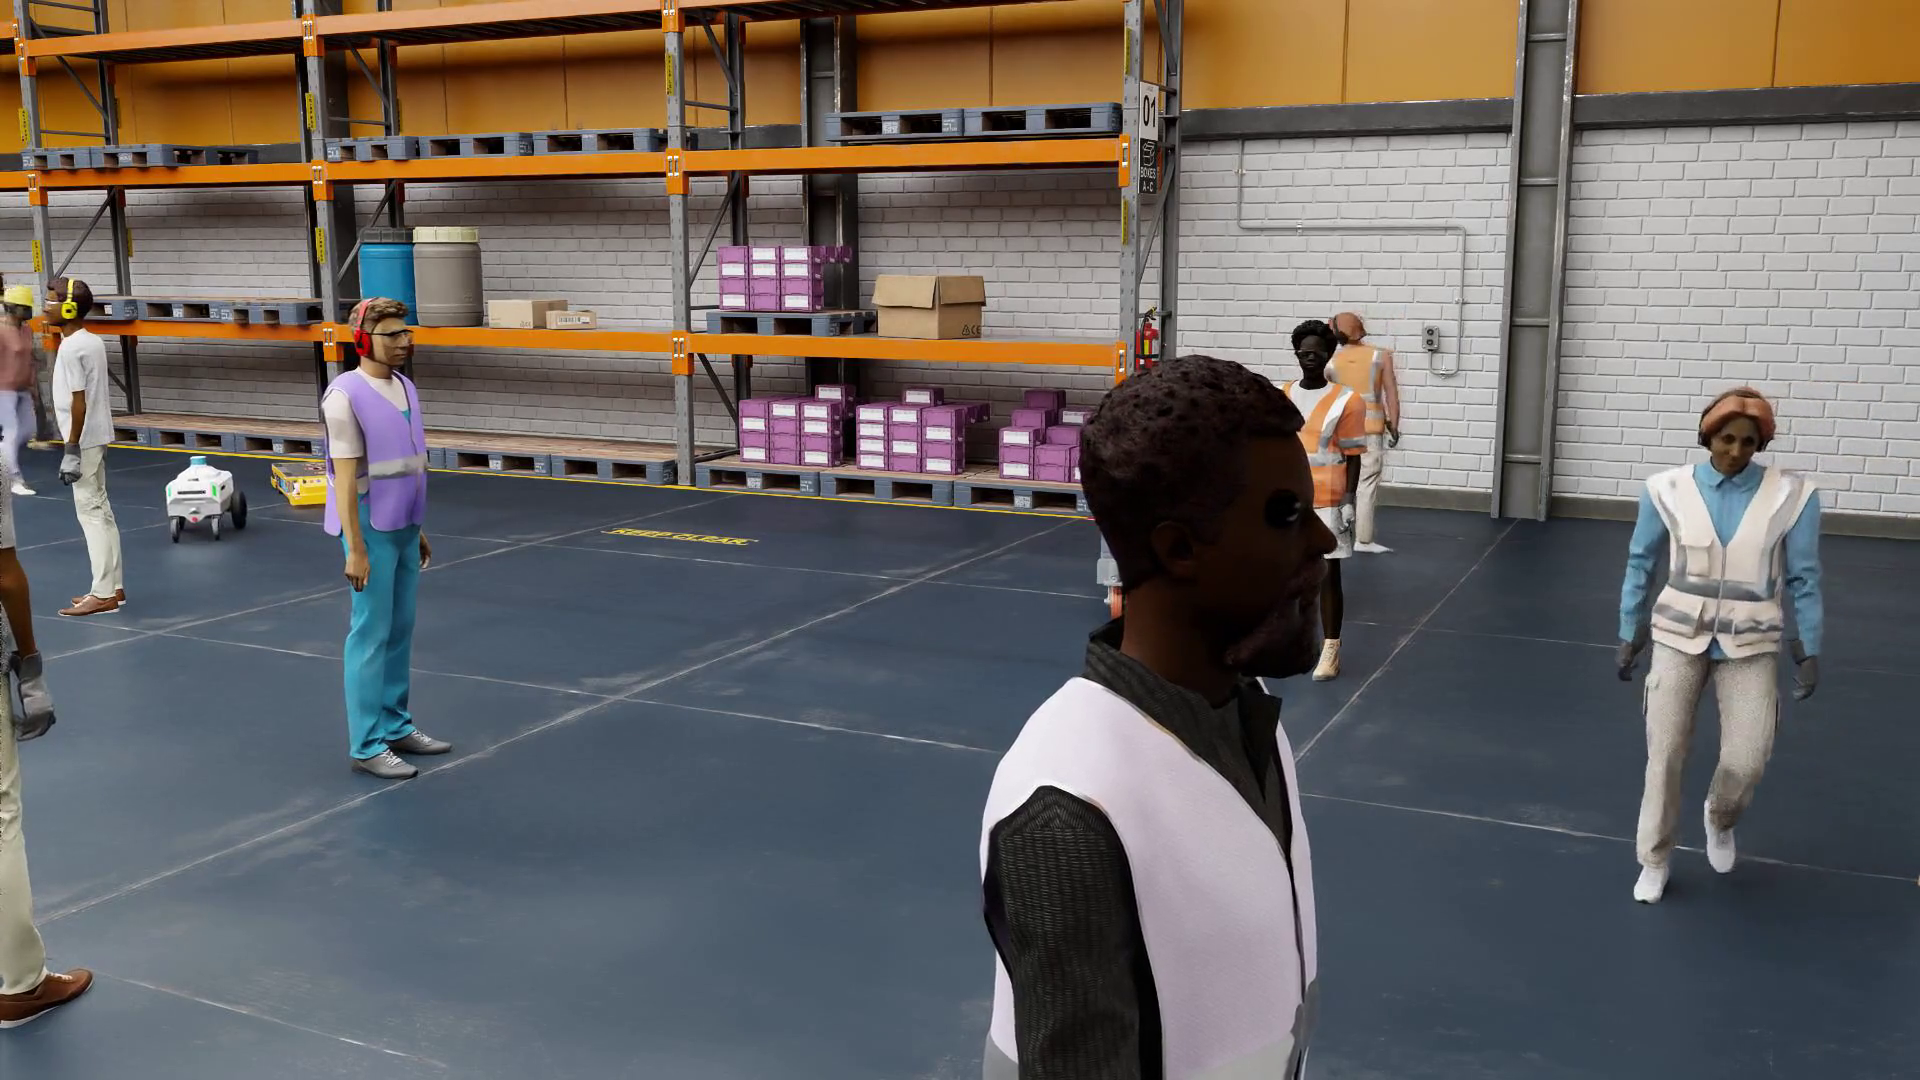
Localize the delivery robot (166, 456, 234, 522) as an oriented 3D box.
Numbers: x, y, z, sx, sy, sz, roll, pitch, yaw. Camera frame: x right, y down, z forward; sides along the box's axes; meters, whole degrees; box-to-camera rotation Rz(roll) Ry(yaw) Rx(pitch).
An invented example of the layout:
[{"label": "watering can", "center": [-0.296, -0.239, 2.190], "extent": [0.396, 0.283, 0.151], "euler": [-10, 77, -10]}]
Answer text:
[{"label": "delivery robot", "center": [-5.375, -0.350, 11.772], "extent": [0.477, 0.478, 0.707], "euler": [-3, 10, -15]}]

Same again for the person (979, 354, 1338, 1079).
[{"label": "person", "center": [0.203, 0.767, 1.763], "extent": [0.390, 1.922, 0.591], "euler": [4, 11, 20]}]

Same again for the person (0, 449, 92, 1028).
[{"label": "person", "center": [-2.622, 0.352, 4.311], "extent": [0.520, 1.865, 0.332], "euler": [0, 10, 1]}]

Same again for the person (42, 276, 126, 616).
[{"label": "person", "center": [-4.888, -0.516, 9.245], "extent": [0.328, 1.877, 0.514], "euler": [-3, 10, -14]}]

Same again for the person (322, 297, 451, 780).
[{"label": "person", "center": [-2.251, -0.014, 6.450], "extent": [0.372, 1.843, 0.570], "euler": [1, 10, 7]}]

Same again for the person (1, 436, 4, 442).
[{"label": "person", "center": [-9.865, -1.809, 16.696], "extent": [0.453, 1.862, 0.780], "euler": [1, 10, 8]}]

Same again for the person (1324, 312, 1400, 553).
[{"label": "person", "center": [2.606, -0.699, 11.060], "extent": [0.613, 1.612, 0.338], "euler": [4, 11, 22]}]

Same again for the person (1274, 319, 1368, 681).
[{"label": "person", "center": [1.644, -0.188, 7.863], "extent": [0.537, 1.700, 0.318], "euler": [7, 12, 35]}]

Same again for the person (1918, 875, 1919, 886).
[{"label": "person", "center": [3.198, 0.239, 5.013], "extent": [0.429, 1.841, 0.634], "euler": [1, 10, 7]}]

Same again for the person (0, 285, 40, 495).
[{"label": "person", "center": [-7.908, -1.235, 13.768], "extent": [0.646, 1.739, 0.559], "euler": [1, 10, 8]}]

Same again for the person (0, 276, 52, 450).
[{"label": "person", "center": [-9.633, -1.787, 16.729], "extent": [0.884, 1.789, 0.618], "euler": [2, 10, 12]}]

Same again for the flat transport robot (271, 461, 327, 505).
[{"label": "flat transport robot", "center": [-5.235, -0.488, 13.670], "extent": [0.652, 0.197, 1.431], "euler": [-5, 11, -28]}]

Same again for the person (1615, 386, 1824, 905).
[{"label": "person", "center": [2.321, 0.331, 5.103], "extent": [0.590, 1.621, 0.436], "euler": [5, 11, 26]}]
